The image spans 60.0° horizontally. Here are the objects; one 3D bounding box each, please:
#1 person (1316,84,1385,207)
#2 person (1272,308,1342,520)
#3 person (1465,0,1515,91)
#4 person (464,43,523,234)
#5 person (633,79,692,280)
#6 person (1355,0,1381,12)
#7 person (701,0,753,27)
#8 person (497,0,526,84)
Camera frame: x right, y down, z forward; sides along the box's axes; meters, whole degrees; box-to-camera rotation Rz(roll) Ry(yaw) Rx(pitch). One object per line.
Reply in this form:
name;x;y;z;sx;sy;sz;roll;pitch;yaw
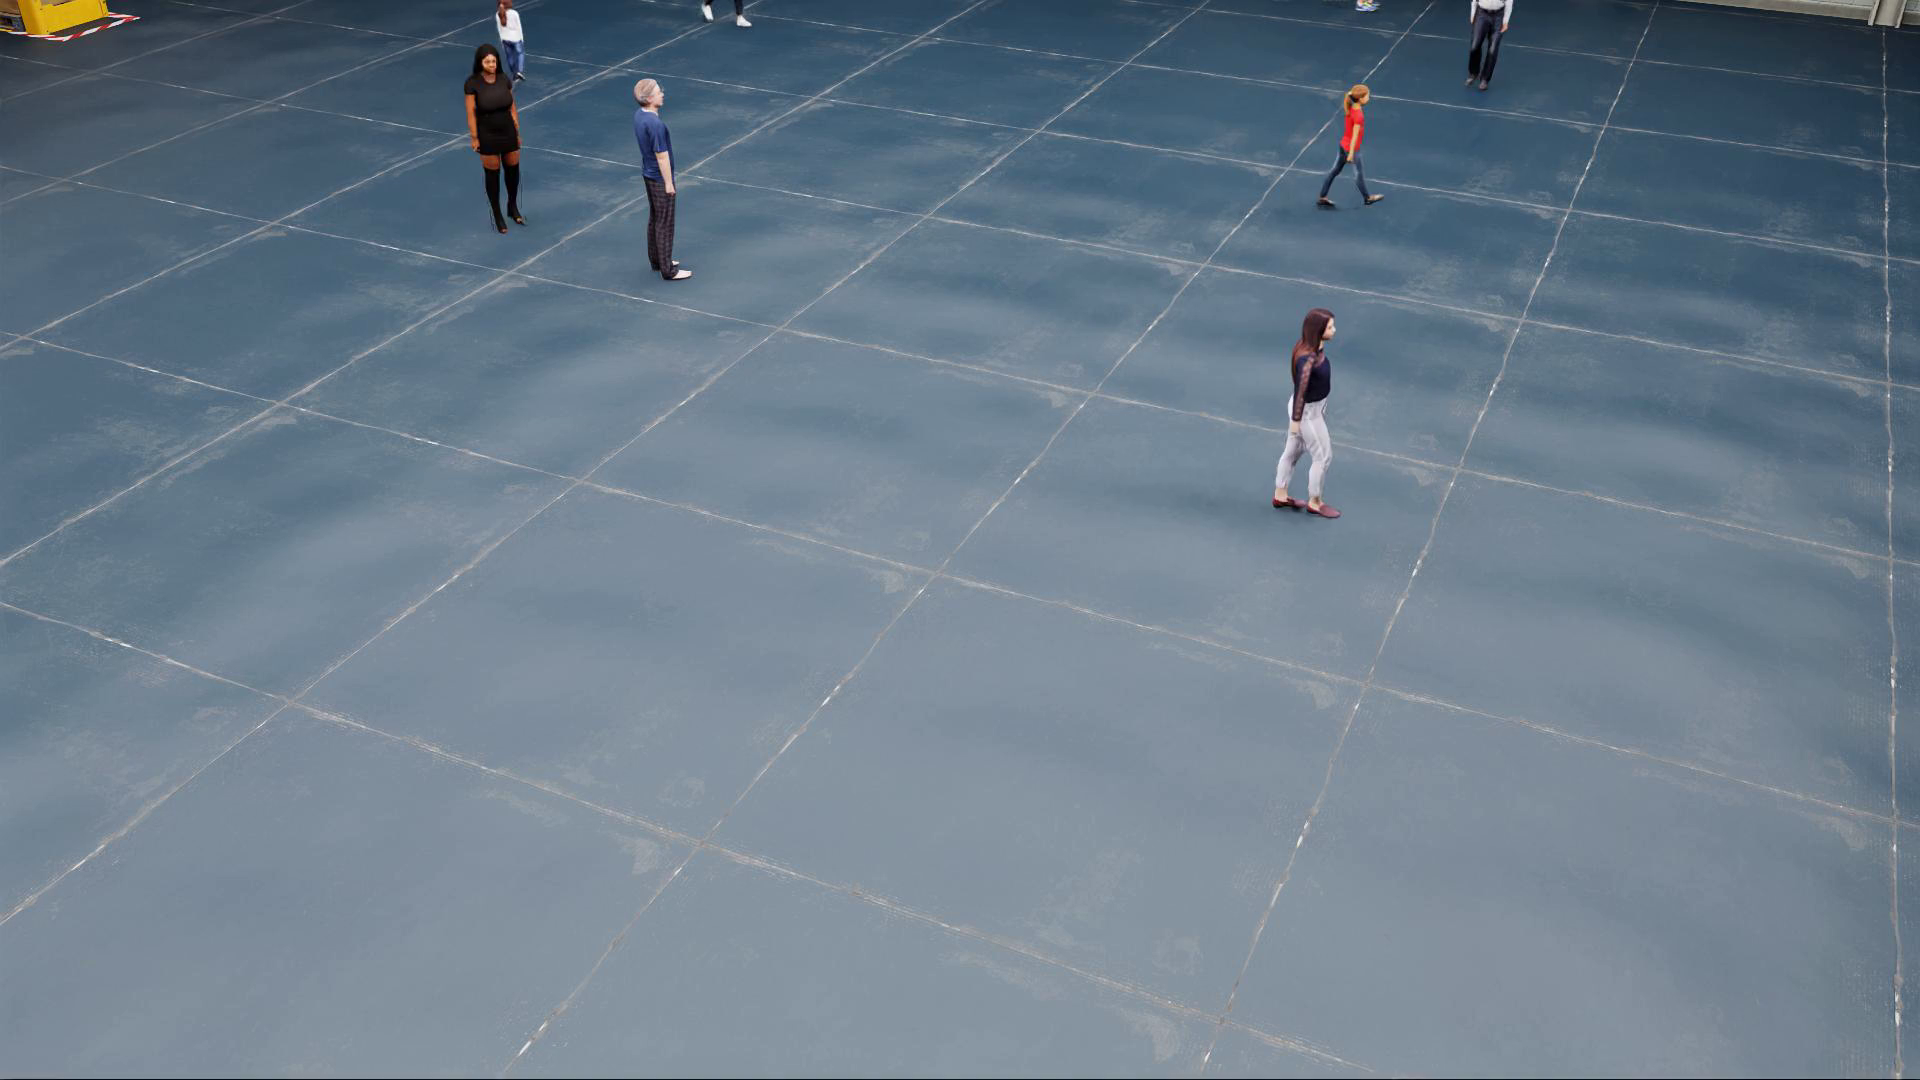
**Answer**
person;3.927;-4.005;17.041;0.972;1.277;0.806;-4;32;-6
person;2.401;-0.908;11.833;0.784;1.594;0.690;5;33;8
person;6.556;-6.468;20.454;0.563;1.802;0.724;14;35;21
person;-4.602;-4.011;16.514;0.795;1.849;0.830;-17;36;-25
person;-2.805;-3.361;15.463;0.798;1.872;0.700;-16;36;-24
person;5.870;-8.473;23.580;0.621;1.857;0.636;10;34;16
person;-3.294;-7.958;22.932;1.084;1.678;0.740;20;37;29
person;-5.621;-6.267;20.788;0.580;1.104;0.624;-1;32;-2
